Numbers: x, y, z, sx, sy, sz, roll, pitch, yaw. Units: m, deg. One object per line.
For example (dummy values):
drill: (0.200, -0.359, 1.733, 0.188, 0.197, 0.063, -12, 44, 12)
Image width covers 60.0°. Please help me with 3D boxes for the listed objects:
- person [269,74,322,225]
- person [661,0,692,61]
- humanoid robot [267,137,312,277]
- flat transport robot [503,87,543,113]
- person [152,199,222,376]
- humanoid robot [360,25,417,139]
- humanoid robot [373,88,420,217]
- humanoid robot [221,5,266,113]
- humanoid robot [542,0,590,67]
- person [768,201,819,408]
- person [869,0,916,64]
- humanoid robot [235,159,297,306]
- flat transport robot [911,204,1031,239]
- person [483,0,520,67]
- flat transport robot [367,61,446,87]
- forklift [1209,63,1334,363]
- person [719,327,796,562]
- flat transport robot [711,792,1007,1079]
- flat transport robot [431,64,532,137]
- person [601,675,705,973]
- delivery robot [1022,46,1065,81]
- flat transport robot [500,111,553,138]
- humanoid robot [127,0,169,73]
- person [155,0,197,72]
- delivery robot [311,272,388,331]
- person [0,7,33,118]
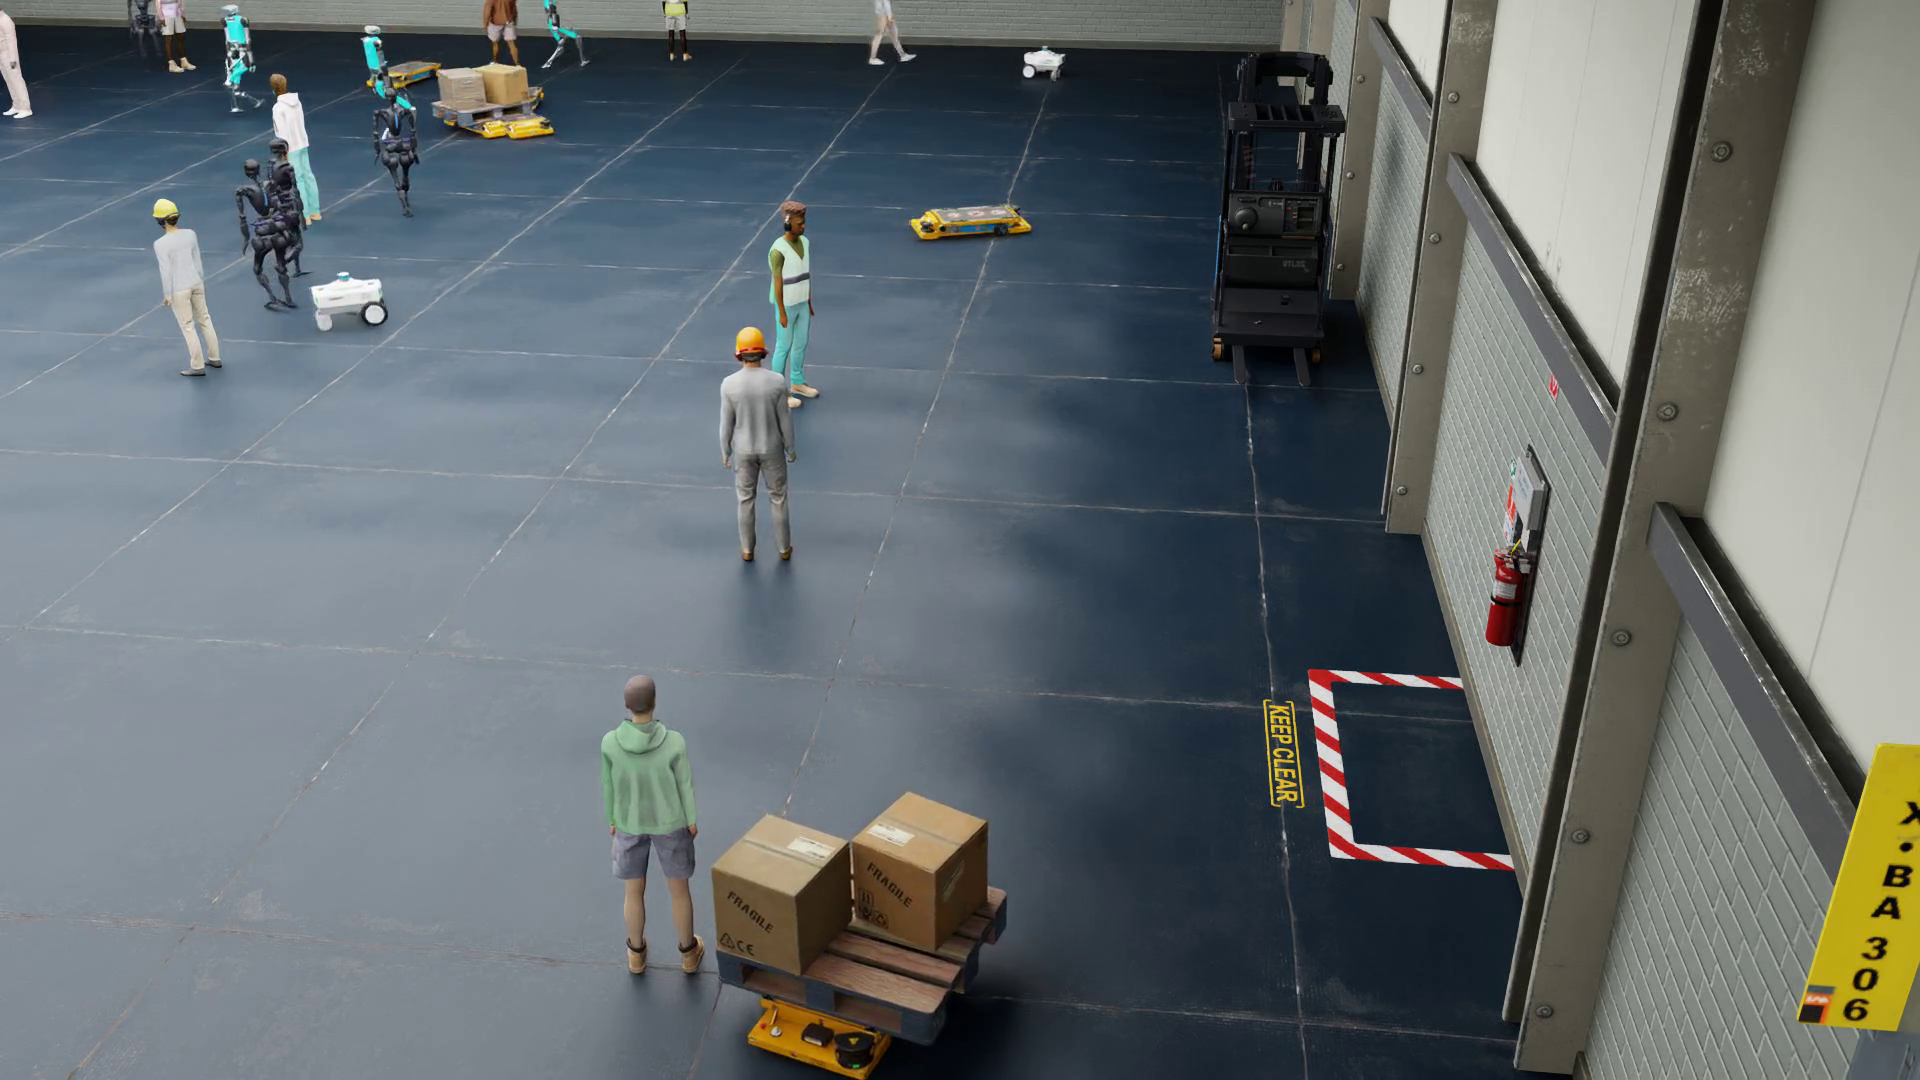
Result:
person: (-8.527, -4.992, 21.272, 0.372, 1.913, 0.489, 7, 28, 14)
person: (-5.345, -9.895, 31.295, 0.529, 1.697, 0.321, 5, 27, 10)
humanoid robot: (-7.844, -3.800, 19.167, 0.602, 1.642, 0.568, 18, 32, 31)
flat transport robot: (-7.386, -7.331, 27.773, 0.659, 0.231, 1.431, -2, 27, -5)
person: (-7.686, -2.493, 16.443, 0.323, 1.766, 0.531, 9, 28, 17)
humanoid robot: (-8.678, -7.012, 25.568, 0.797, 1.808, 0.530, -23, 35, -38)
humanoid robot: (-7.412, -5.104, 21.802, 0.595, 1.625, 0.749, -17, 31, -31)
humanoid robot: (-11.789, -7.734, 26.967, 0.563, 1.740, 1.043, 11, 29, 20)
humanoid robot: (-7.324, -9.577, 30.733, 1.070, 1.802, 0.546, -11, 29, -22)
person: (-1.594, -2.238, 15.716, 0.400, 1.970, 0.479, 16, 31, 28)
person: (-1.270, -9.766, 30.878, 0.945, 1.831, 0.539, 0, 27, 0)
humanoid robot: (-7.606, -3.369, 18.290, 0.354, 1.645, 0.600, 20, 33, 35)
flat transport robot: (0.139, -4.059, 21.241, 1.431, 0.231, 0.659, -6, 27, -12)
person: (-8.384, -9.487, 30.369, 0.770, 1.796, 0.956, -20, 33, -34)
flat transport robot: (-9.905, -8.343, 29.793, 0.659, 0.231, 1.431, 9, 28, 17)
forklift: (3.241, -3.477, 17.183, 1.129, 2.768, 1.873, 3, 27, 6)
person: (-1.551, -0.721, 12.777, 0.574, 1.889, 0.387, -2, 27, -5)
flat transport robot: (-0.477, 2.212, 8.722, 0.659, 0.231, 1.431, 11, 29, 21)
flat transport robot: (-7.527, -6.631, 26.377, 0.659, 0.231, 1.431, -24, 35, -39)
person: (-1.587, 1.481, 8.550, 0.471, 1.735, 0.326, 0, 27, 0)
delivery robot: (1.497, -8.592, 29.972, 0.767, 0.596, 0.523, 8, 28, 16)
flat transport robot: (-7.050, -6.618, 26.350, 0.659, 0.231, 1.431, -18, 32, -32)
humanoid robot: (-14.790, -9.334, 30.214, 0.601, 1.643, 0.334, -6, 27, -12)
person: (-14.348, -9.582, 30.304, 0.402, 2.035, 0.608, 10, 28, 19)
delivery robot: (-6.616, -2.598, 17.998, 0.785, 0.587, 0.499, -11, 29, -21)
person: (-15.456, -7.817, 26.917, 0.638, 1.909, 0.410, 21, 33, 36)
